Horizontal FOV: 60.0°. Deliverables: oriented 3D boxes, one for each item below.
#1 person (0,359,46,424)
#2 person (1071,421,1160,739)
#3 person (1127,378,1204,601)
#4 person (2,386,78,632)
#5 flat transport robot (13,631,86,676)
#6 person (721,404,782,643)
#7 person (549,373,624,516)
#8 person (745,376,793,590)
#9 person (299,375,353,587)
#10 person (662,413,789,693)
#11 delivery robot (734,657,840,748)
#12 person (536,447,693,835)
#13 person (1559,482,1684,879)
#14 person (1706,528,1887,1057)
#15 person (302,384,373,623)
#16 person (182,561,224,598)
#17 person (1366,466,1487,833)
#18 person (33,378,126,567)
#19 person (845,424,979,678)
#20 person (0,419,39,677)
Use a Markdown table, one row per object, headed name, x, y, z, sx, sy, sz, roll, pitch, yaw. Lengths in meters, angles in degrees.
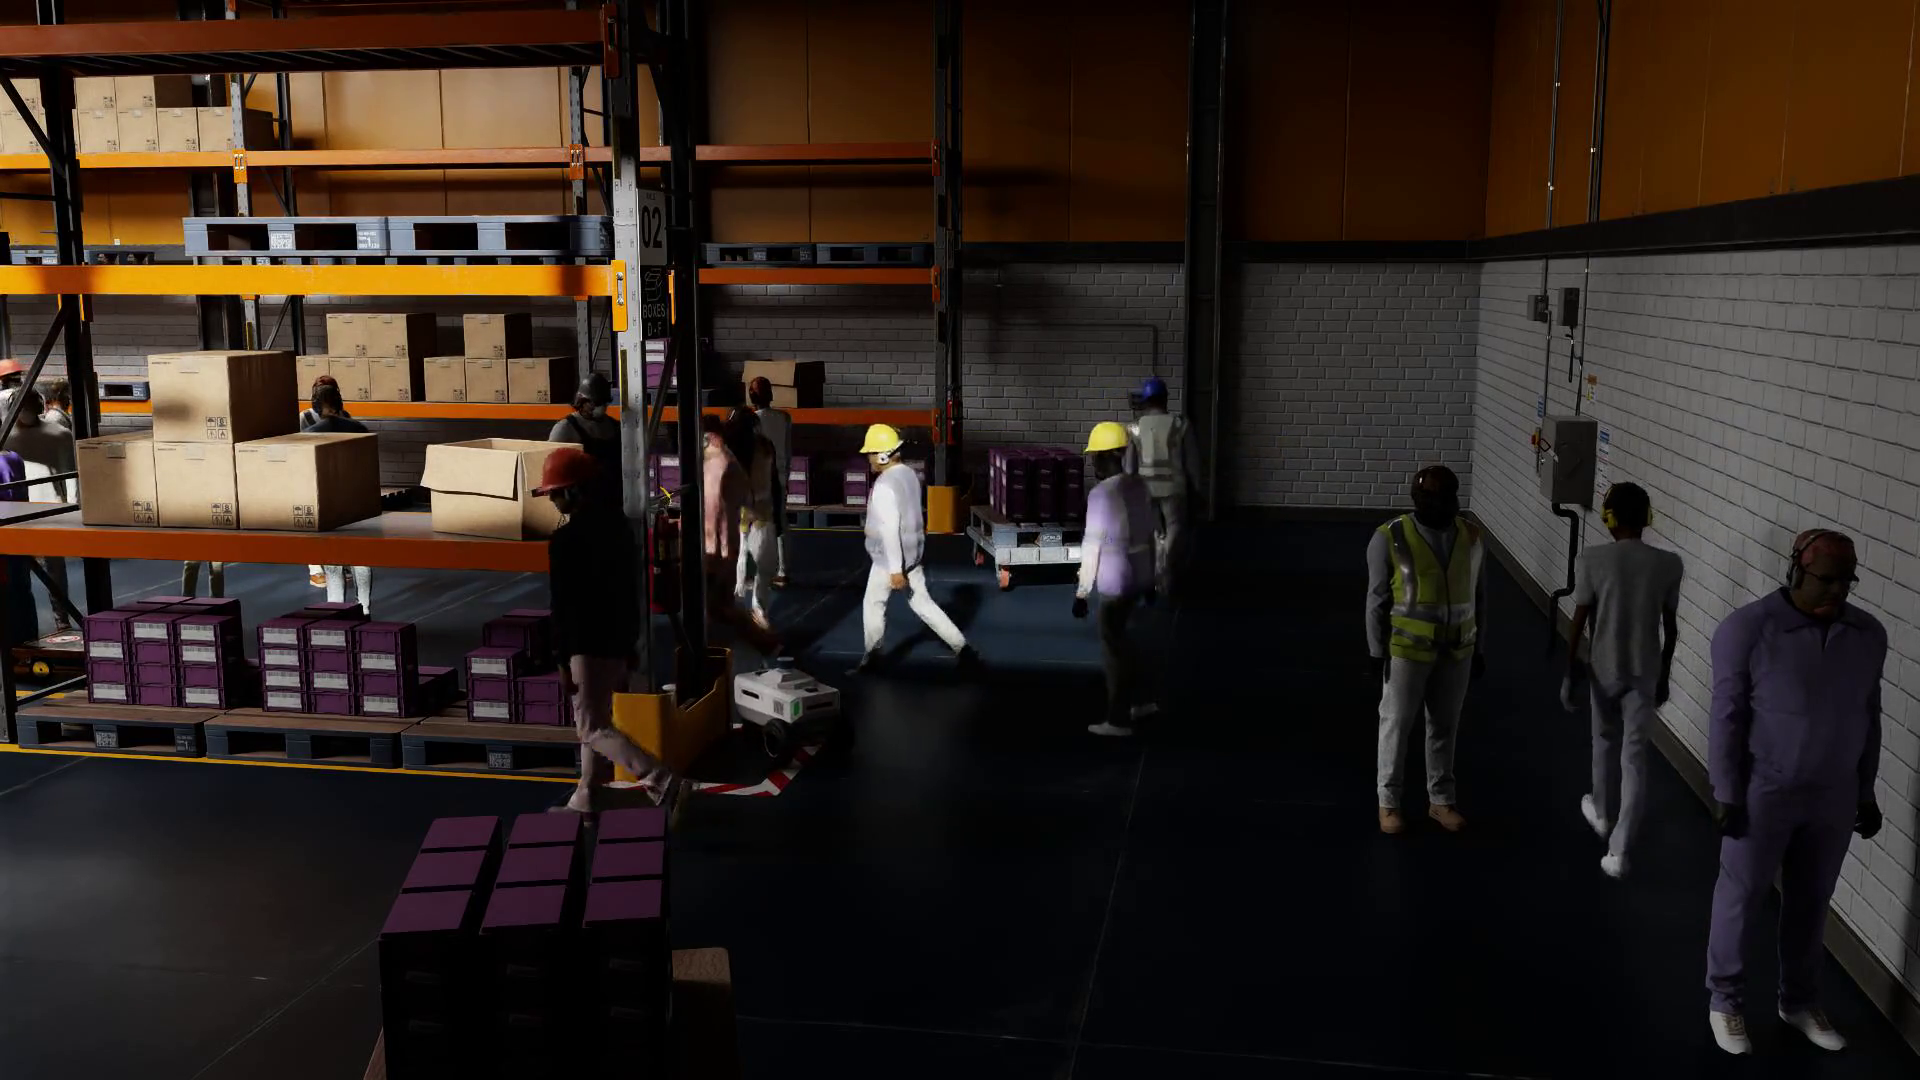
| name | x | y | z | sx | sy | sz | roll | pitch | yaw |
| --- | --- | --- | --- | --- | --- | --- | --- | --- | --- |
| person | -9.911 | -0.948 | 17.465 | 0.941 | 1.874 | 0.546 | 6 | 11 | 35 |
| person | 0.924 | 0.245 | 9.990 | 0.446 | 1.906 | 0.624 | 6 | 11 | 33 |
| person | 1.687 | -0.410 | 14.065 | 0.675 | 1.895 | 0.761 | 5 | 11 | 30 |
| person | -7.106 | -0.221 | 12.772 | 0.635 | 1.936 | 0.354 | -6 | 11 | -31 |
| flat transport robot | -5.919 | 0.796 | 11.619 | 1.431 | 0.197 | 0.652 | 1 | 9 | 8 |
| person | -1.638 | -0.120 | 12.529 | 0.661 | 1.822 | 0.440 | -5 | 10 | -27 |
| person | -2.795 | -0.287 | 12.864 | 0.567 | 2.000 | 0.691 | 7 | 12 | 38 |
| person | -1.708 | -0.495 | 14.632 | 0.359 | 1.887 | 0.573 | 8 | 12 | 41 |
| person | -5.647 | -0.532 | 14.869 | 0.342 | 1.881 | 0.579 | 5 | 11 | 30 |
| person | -1.571 | 0.098 | 10.966 | 0.752 | 1.882 | 0.653 | 1 | 9 | 9 |
| delivery robot | -1.012 | 0.922 | 9.668 | 0.477 | 0.478 | 0.707 | -7 | 12 | -39 |
| person | -1.706 | 0.518 | 8.144 | 0.853 | 1.955 | 0.618 | 4 | 10 | 23 |
| person | 3.114 | 0.632 | 7.894 | 0.523 | 1.807 | 0.971 | 2 | 9 | 15 |
| person | 2.994 | 0.899 | 5.944 | 0.637 | 1.902 | 0.403 | -1 | 9 | -4 |
| person | -4.866 | -0.251 | 12.978 | 0.371 | 1.934 | 0.627 | 5 | 11 | 31 |
| person | -5.802 | -0.191 | 12.820 | 0.335 | 1.865 | 0.519 | 6 | 11 | 34 |
| person | 2.336 | 0.546 | 8.305 | 0.633 | 1.846 | 0.429 | -1 | 9 | -9 |
| person | -8.499 | -0.641 | 15.833 | 0.934 | 1.806 | 0.524 | -2 | 9 | -13 |
| person | -0.330 | 0.100 | 11.311 | 0.912 | 1.787 | 0.608 | 4 | 10 | 23 |
| person | -6.623 | 0.030 | 11.535 | 0.378 | 1.836 | 0.561 | -1 | 9 | -7 |
